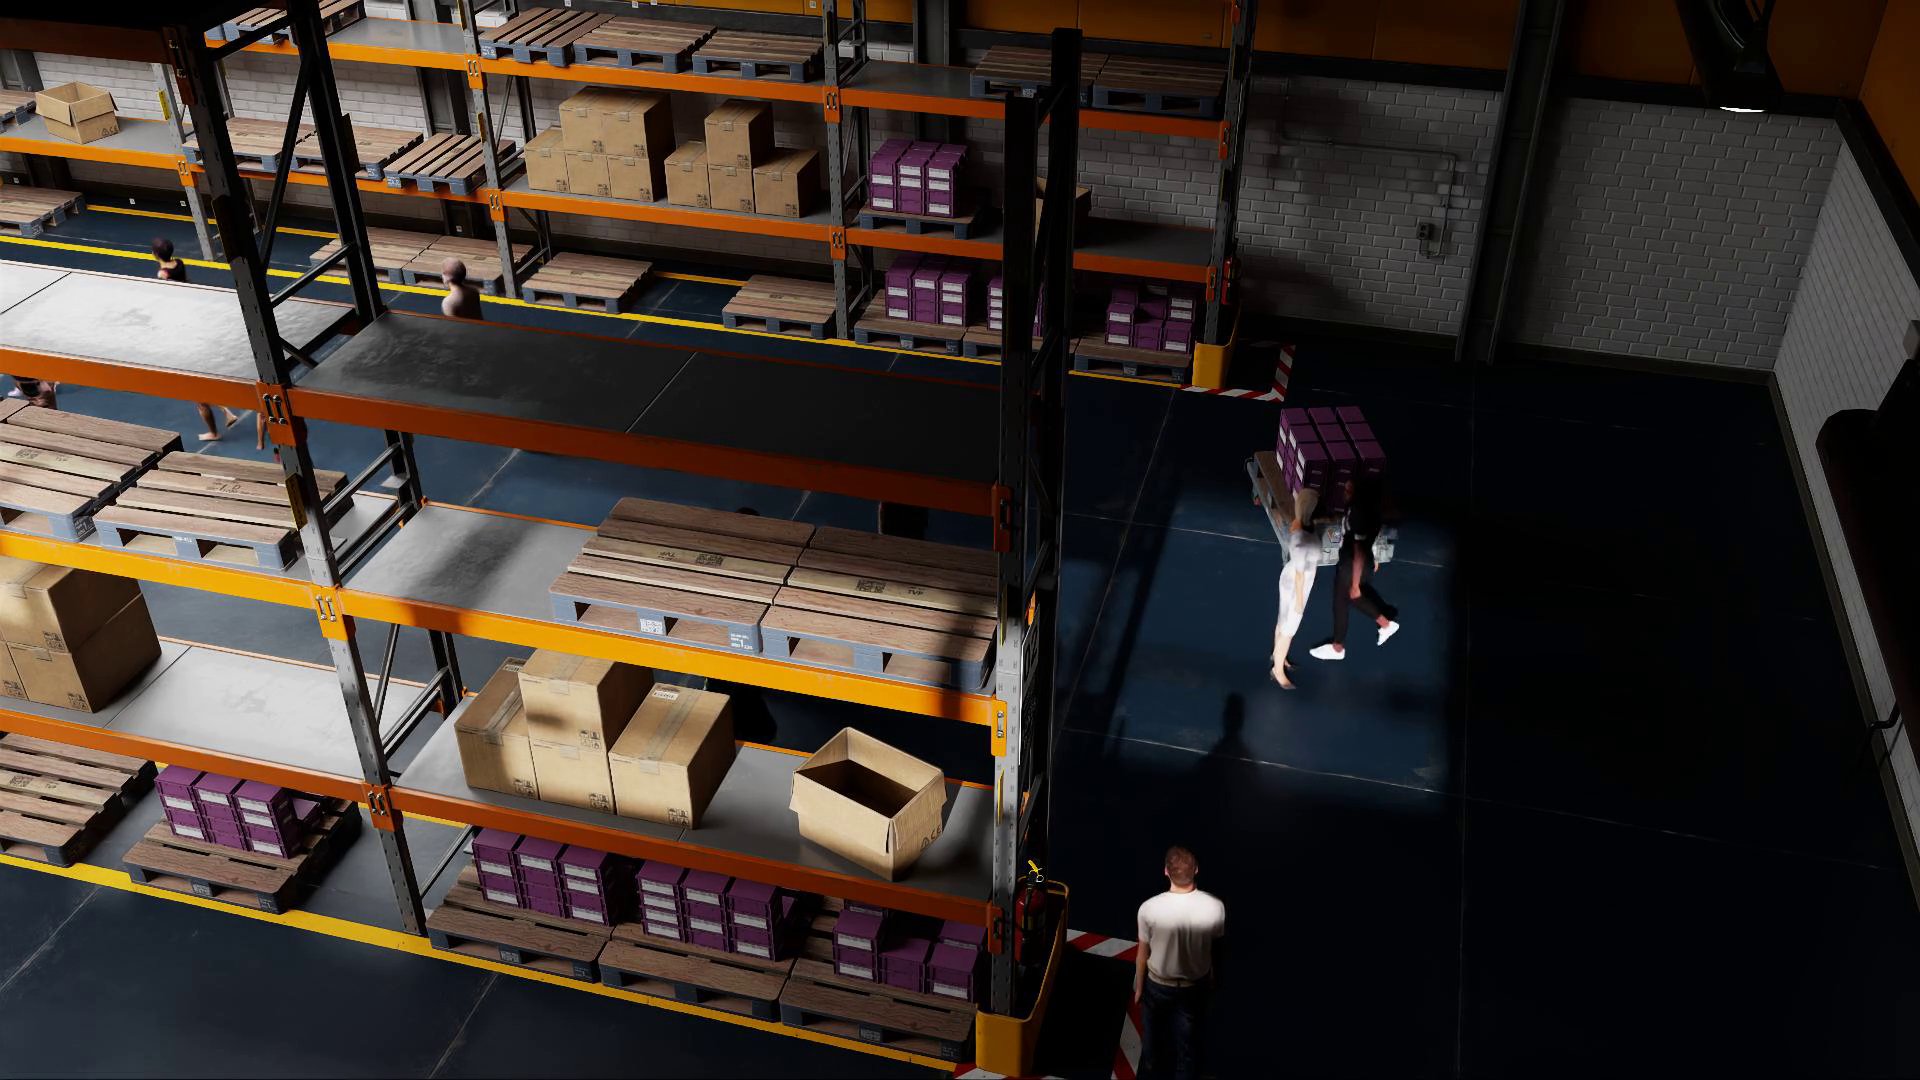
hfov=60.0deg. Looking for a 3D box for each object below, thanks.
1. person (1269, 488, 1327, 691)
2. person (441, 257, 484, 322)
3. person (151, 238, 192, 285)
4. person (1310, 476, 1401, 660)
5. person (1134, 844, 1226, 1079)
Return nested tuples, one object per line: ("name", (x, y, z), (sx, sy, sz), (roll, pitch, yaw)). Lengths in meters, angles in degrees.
("person", (2.586, 0.354, 12.808), (0.511, 1.750, 0.571), (7, 34, 10))
("person", (-4.631, -1.795, 15.937), (0.847, 1.865, 0.734), (13, 36, 18))
("person", (-7.942, -2.364, 17.102), (0.980, 1.523, 0.641), (5, 34, 7))
("person", (3.157, 0.237, 13.014), (0.940, 1.716, 0.713), (1, 34, 1))
("person", (1.227, 2.594, 9.399), (1.099, 1.792, 0.920), (1, 34, 1))
